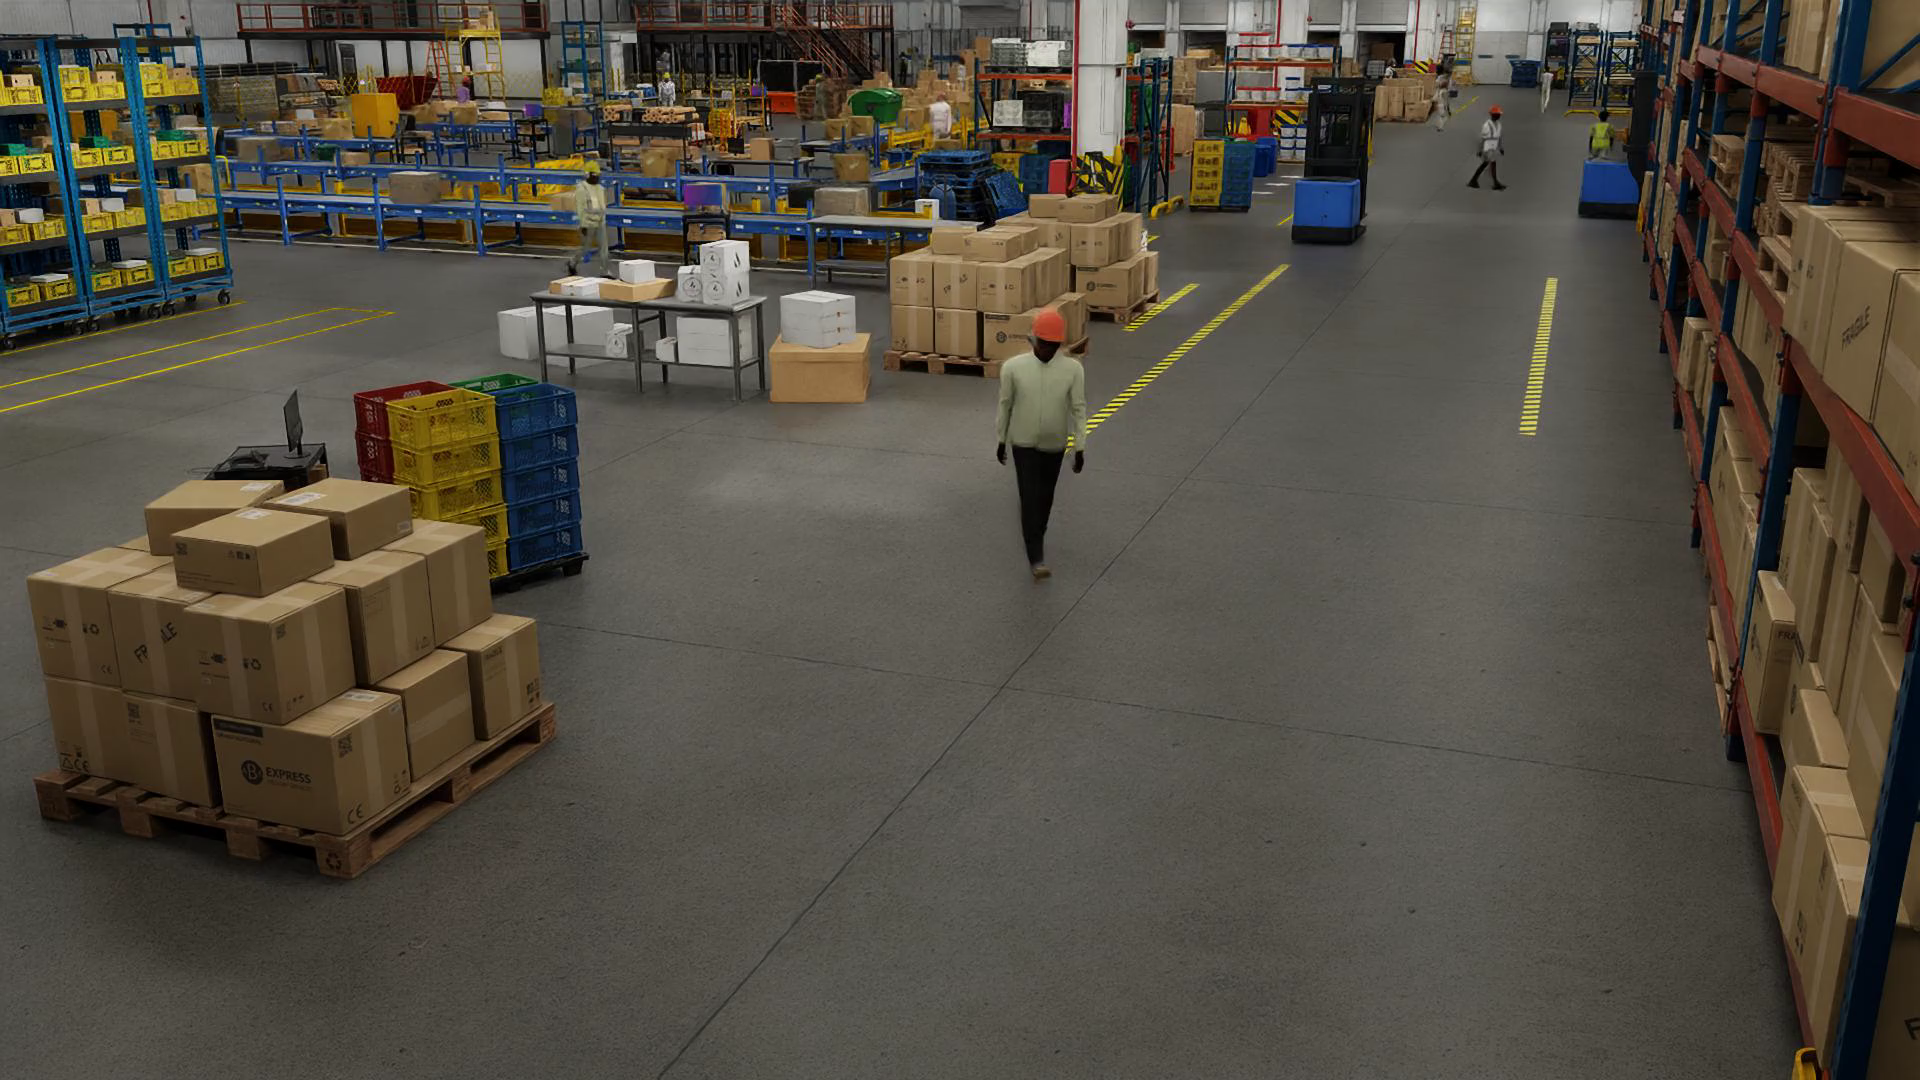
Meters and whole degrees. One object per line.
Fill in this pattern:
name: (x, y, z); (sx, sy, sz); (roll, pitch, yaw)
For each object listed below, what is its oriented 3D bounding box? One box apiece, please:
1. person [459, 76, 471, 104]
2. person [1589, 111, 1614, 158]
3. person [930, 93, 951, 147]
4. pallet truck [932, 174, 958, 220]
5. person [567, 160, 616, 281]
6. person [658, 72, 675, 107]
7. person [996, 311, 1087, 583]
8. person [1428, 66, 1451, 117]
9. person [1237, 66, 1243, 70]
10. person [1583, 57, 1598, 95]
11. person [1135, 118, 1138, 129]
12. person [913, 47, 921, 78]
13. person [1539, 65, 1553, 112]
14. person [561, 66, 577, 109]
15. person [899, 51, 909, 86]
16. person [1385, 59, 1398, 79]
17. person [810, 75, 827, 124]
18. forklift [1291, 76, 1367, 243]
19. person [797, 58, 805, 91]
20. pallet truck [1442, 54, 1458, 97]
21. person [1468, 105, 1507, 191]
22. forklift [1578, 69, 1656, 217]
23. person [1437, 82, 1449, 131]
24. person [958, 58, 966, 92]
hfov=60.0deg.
person: (-15.793, -13.848, 53.230); (0.432, 1.917, 0.567); (-15, 23, -39)
person: (15.191, -9.311, 39.391); (0.545, 1.651, 0.836); (10, 20, 30)
person: (-0.474, -10.859, 43.942); (0.664, 1.847, 1.010); (8, 19, 25)
pallet truck: (-0.507, -5.292, 27.348); (0.653, 1.274, 1.630); (6, 19, 19)
person: (-5.544, -4.763, 24.866); (0.789, 1.809, 0.589); (12, 21, 33)
person: (-10.437, -15.733, 59.312); (0.595, 1.824, 0.404); (-8, 19, -23)
person: (0.585, -0.699, 11.893); (0.630, 1.918, 1.099); (-2, 18, -6)
person: (18.269, -17.062, 63.344); (1.032, 1.919, 0.611); (9, 20, 27)
person: (12.670, -20.731, 74.937); (0.908, 1.879, 0.613); (4, 18, 11)
person: (30.420, -22.282, 79.935); (0.748, 1.801, 0.645); (8, 19, 23)
person: (3.953, -9.508, 39.388); (0.608, 2.044, 0.370); (16, 24, 42)
person: (-2.519, -28.692, 100.028); (0.642, 1.821, 0.624); (4, 18, 11)
person: (23.413, -18.020, 66.438); (0.538, 1.858, 0.582); (7, 19, 20)
person: (-15.209, -17.447, 64.460); (0.933, 1.952, 0.642); (14, 22, 37)
person: (-3.034, -25.391, 89.639); (0.516, 1.830, 0.467); (2, 18, 5)
person: (17.832, -18.853, 68.755); (0.538, 2.000, 0.684); (9, 20, 26)
person: (-5.120, -15.881, 59.947); (0.769, 1.711, 0.508); (12, 21, 33)
forklift: (6.598, -6.755, 29.381); (1.129, 2.768, 1.873); (6, 19, 19)
person: (-7.004, -20.340, 73.614); (0.375, 1.927, 0.543); (-10, 20, -28)
pallet truck: (22.765, -21.886, 78.355); (0.823, 1.965, 1.885); (-4, 18, -14)
person: (12.032, -8.917, 37.799); (0.545, 1.895, 1.004); (-16, 24, -41)
forklift: (13.219, -7.740, 32.475); (1.873, 2.768, 1.129); (6, 19, 18)
person: (16.352, -14.663, 56.247); (0.370, 1.626, 0.536); (-2, 18, -5)
person: (0.113, -20.923, 75.540); (0.408, 1.873, 0.593); (-4, 18, -14)
